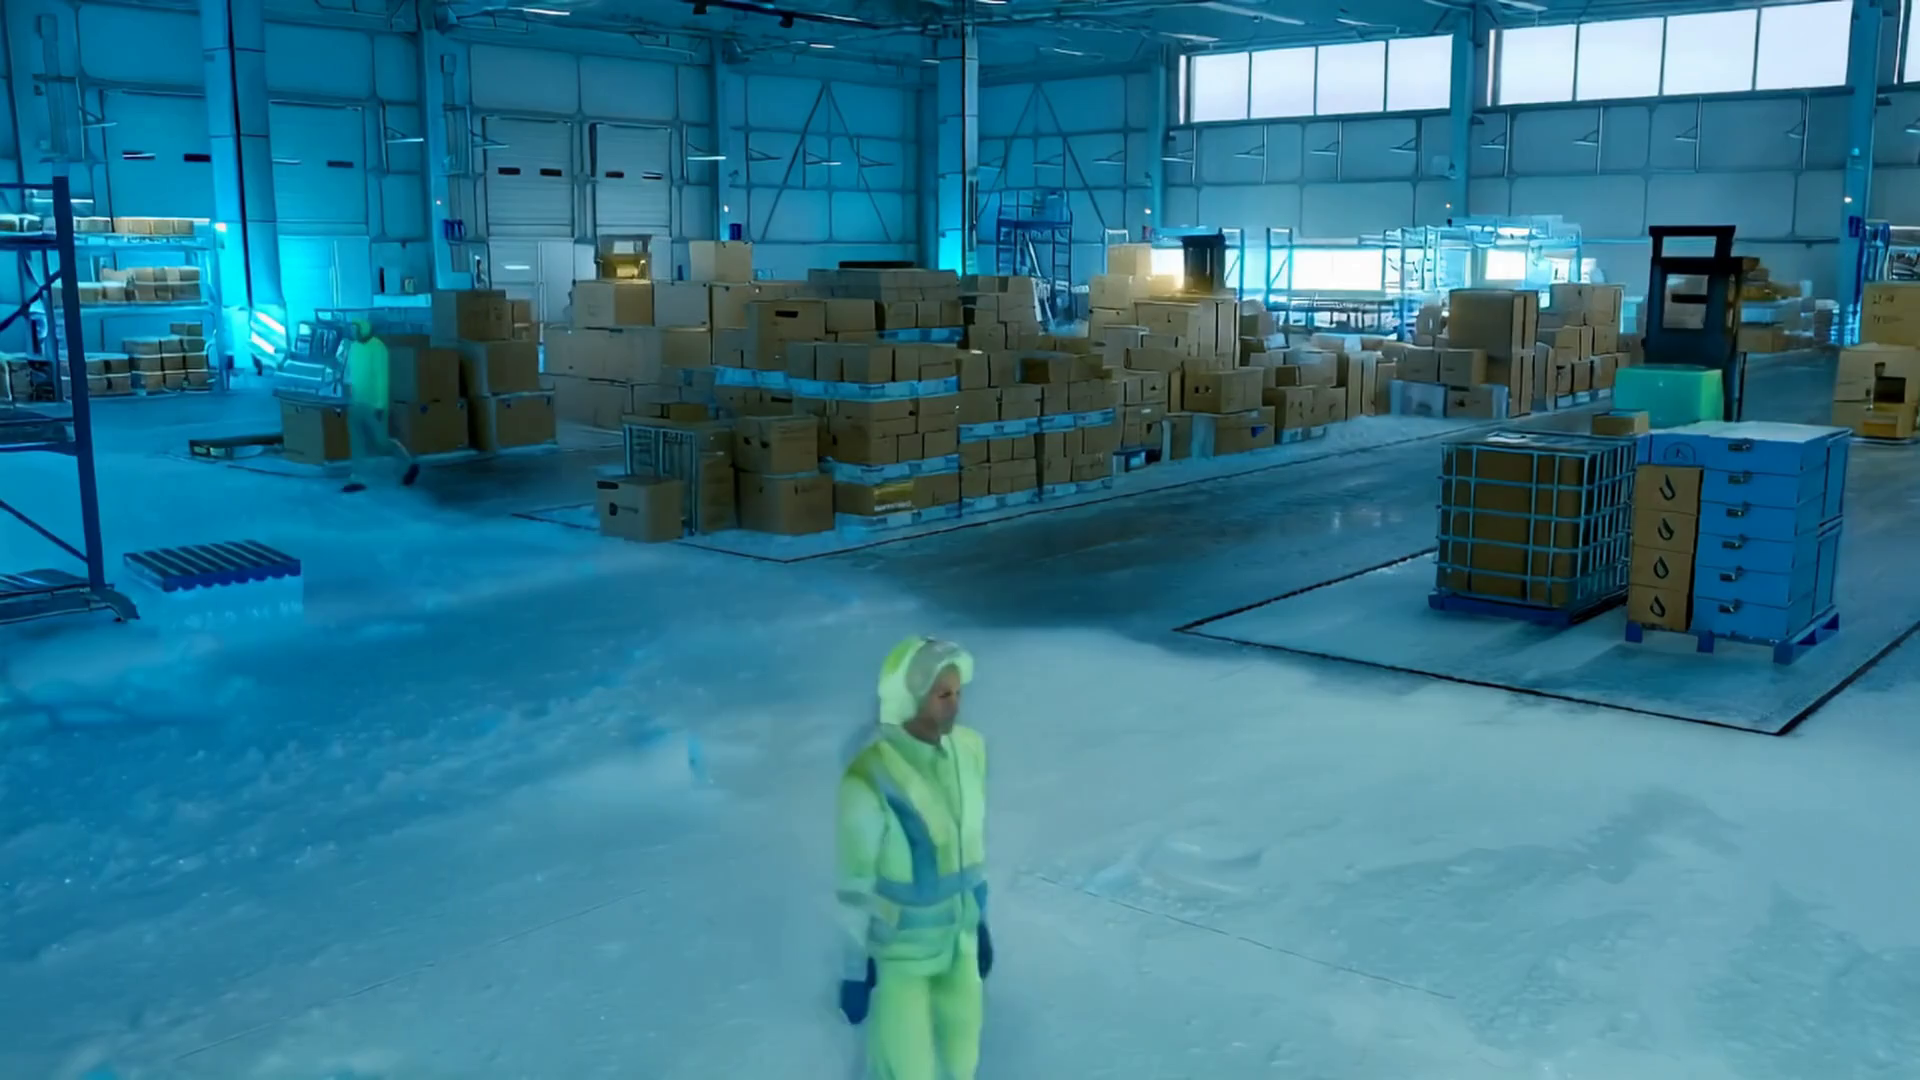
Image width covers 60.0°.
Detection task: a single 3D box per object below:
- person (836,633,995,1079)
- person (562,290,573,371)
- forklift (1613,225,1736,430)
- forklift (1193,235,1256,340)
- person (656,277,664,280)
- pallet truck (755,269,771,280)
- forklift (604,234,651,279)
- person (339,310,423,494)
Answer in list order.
[{"bbox_3d":[-0.130,1.021,4.159,0.459,1.627,0.519,7,12,35],"label":"person"},{"bbox_3d":[-8.020,-4.342,34.481,0.317,1.695,0.540,4,11,20],"label":"person"},{"bbox_3d":[8.974,-2.500,20.623,1.129,2.768,1.873,8,13,40],"label":"forklift"},{"bbox_3d":[5.583,-5.397,37.123,1.873,2.768,1.129,8,13,40],"label":"forklift"},{"bbox_3d":[-6.480,-4.720,35.995,0.639,1.927,0.387,-5,11,-25],"label":"person"},{"bbox_3d":[-4.996,-6.432,45.525,1.885,1.965,0.823,-6,12,-32],"label":"pallet truck"},{"bbox_3d":[-6.969,-5.043,35.102,1.129,2.768,1.873,0,10,-1],"label":"forklift"},{"bbox_3d":[-6.137,-1.459,17.459,0.634,1.917,0.819,9,14,42],"label":"person"}]
